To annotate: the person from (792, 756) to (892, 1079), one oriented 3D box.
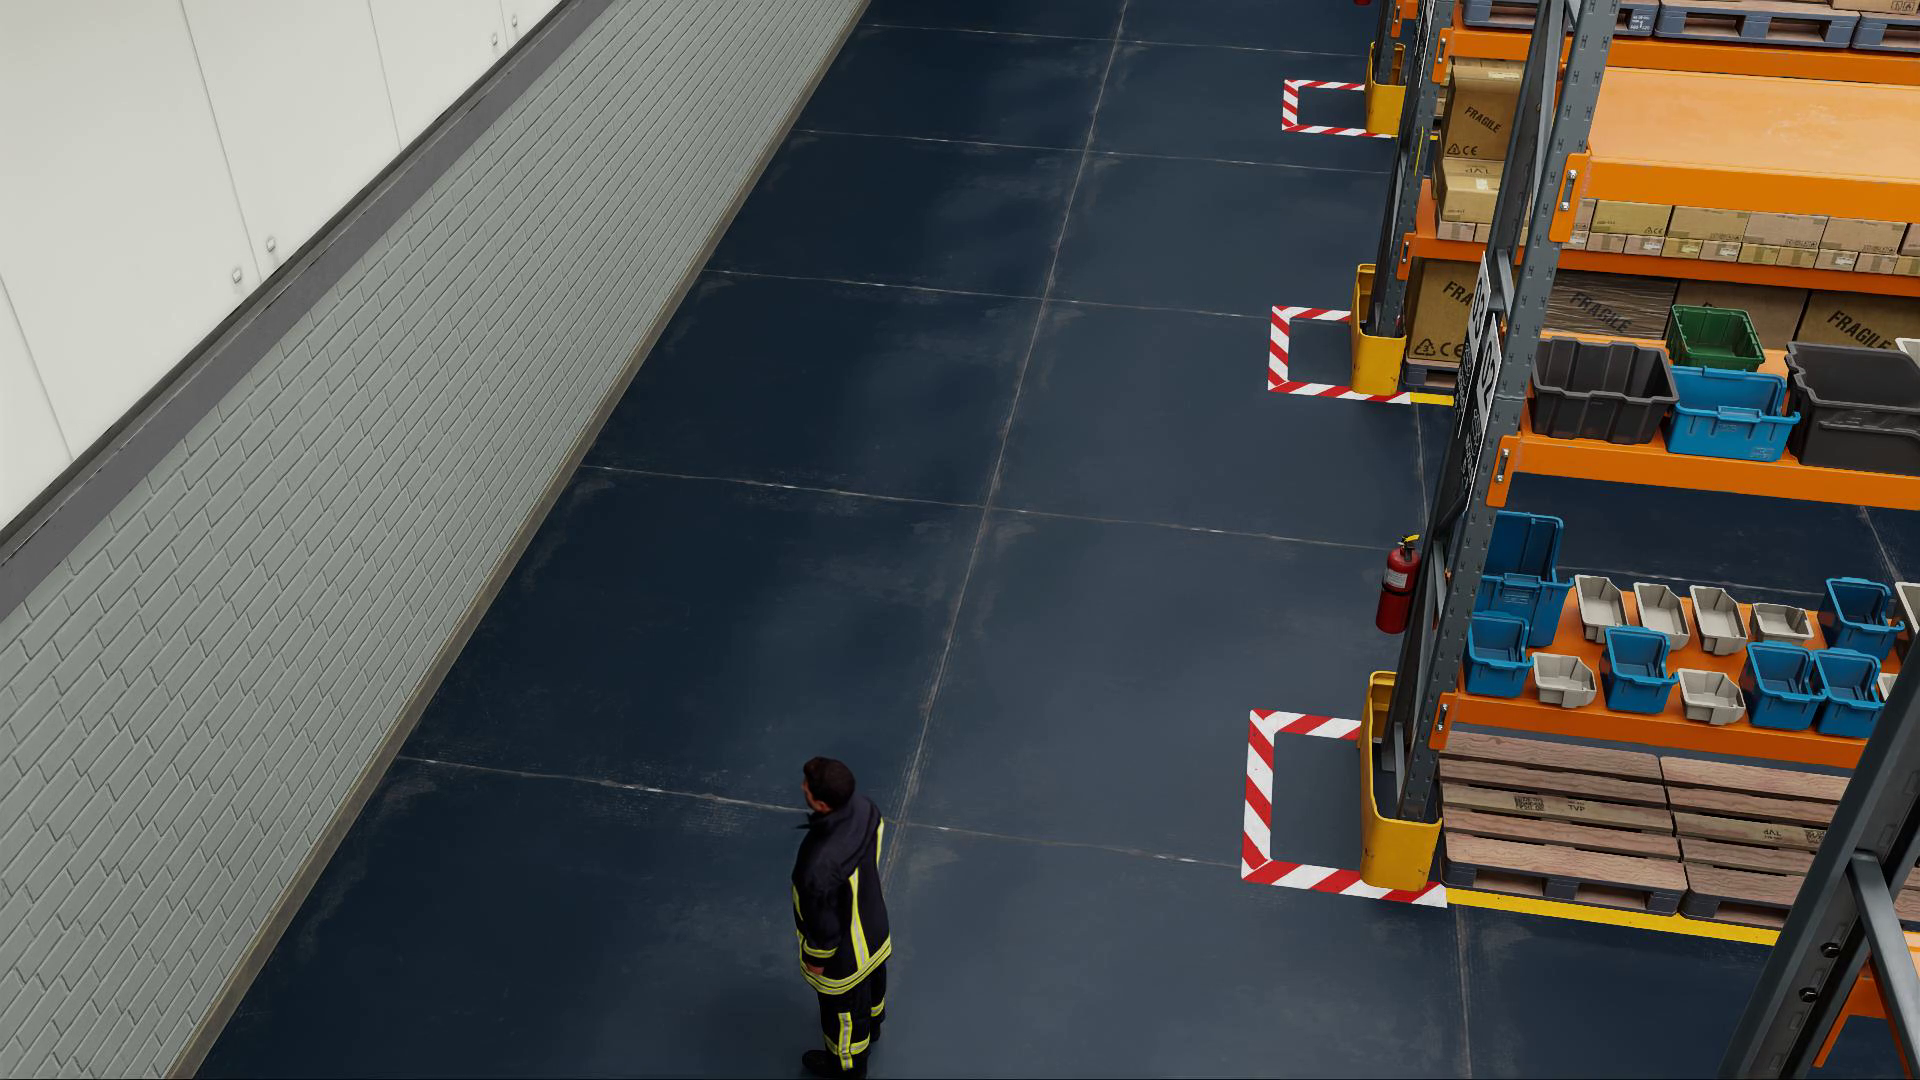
[{"bbox_3d":[-0.520,1.691,7.422,0.705,1.928,0.812,11,39,14],"label":"person"}]
